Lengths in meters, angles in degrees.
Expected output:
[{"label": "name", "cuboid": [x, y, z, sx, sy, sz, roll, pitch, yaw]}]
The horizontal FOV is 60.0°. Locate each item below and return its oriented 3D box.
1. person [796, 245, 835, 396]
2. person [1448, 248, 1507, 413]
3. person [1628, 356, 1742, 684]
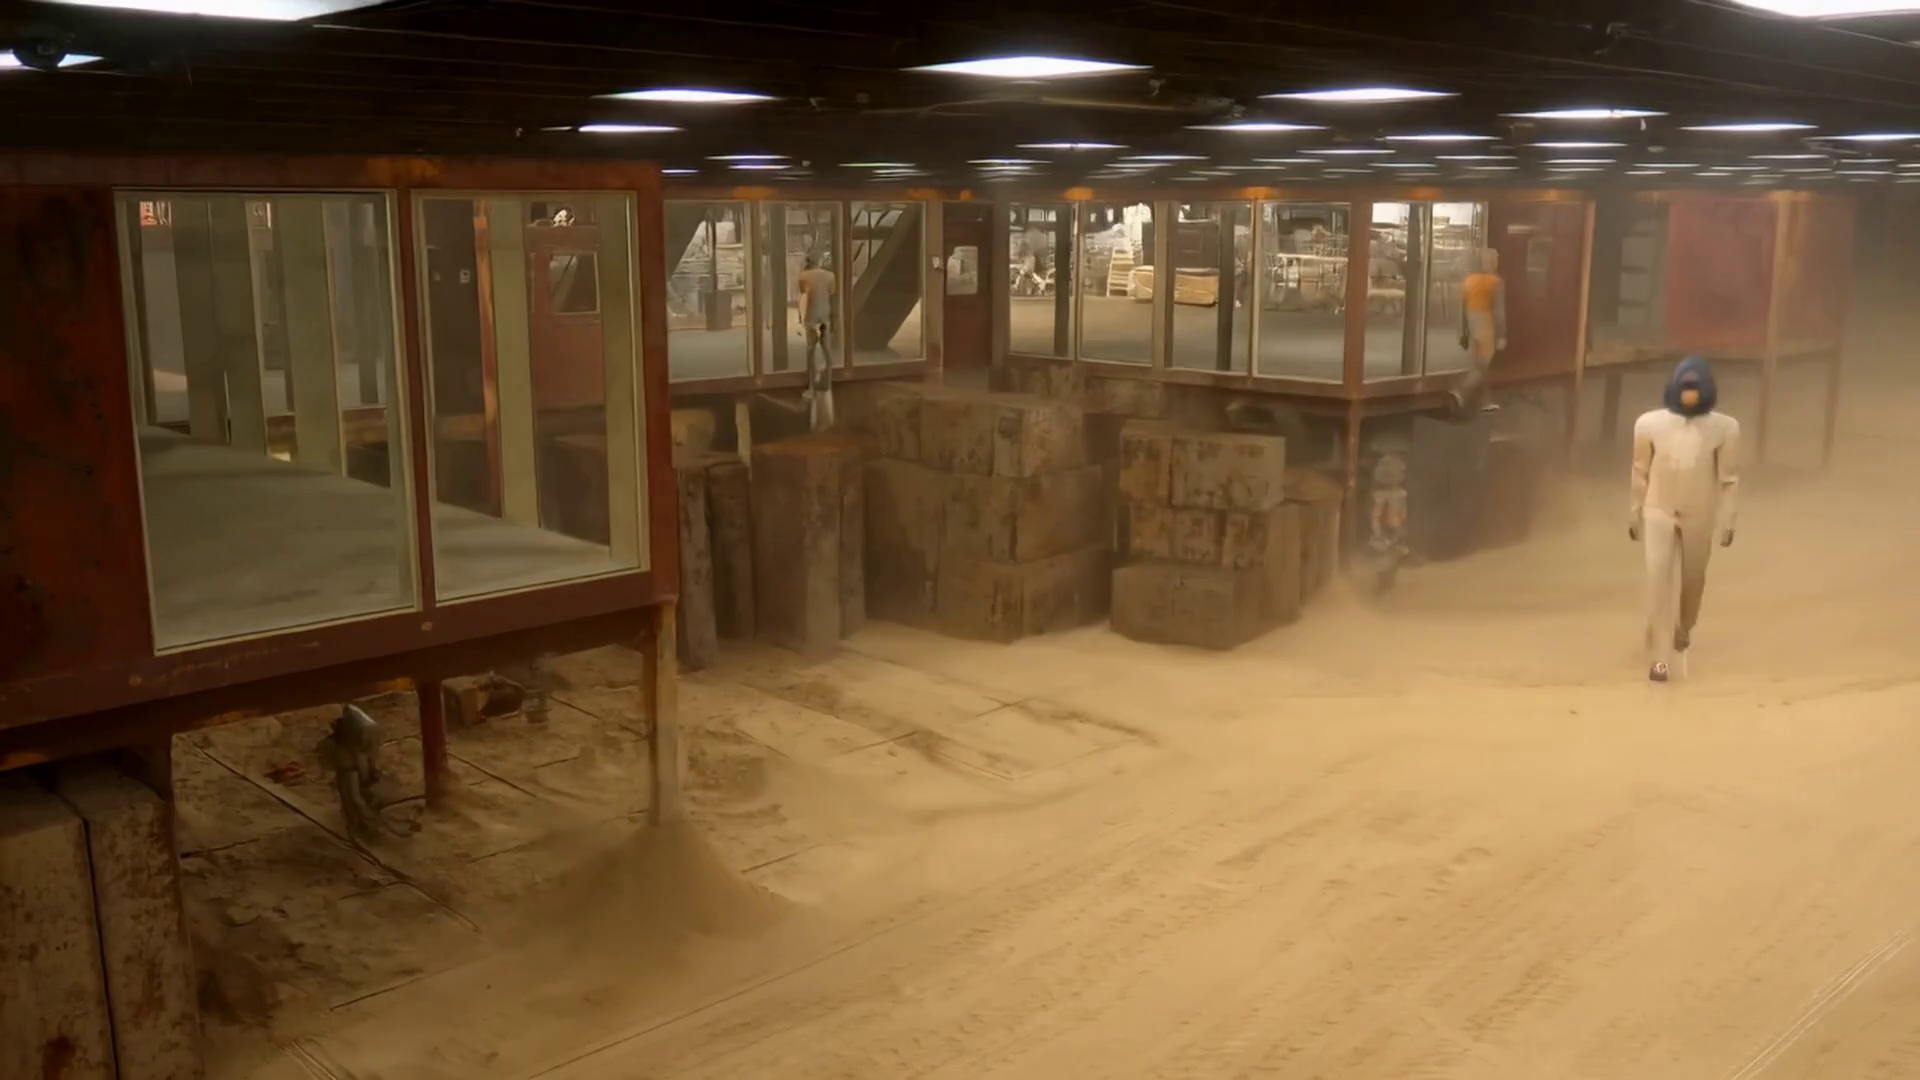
[{"label": "person", "cuboid": [-1.799, -2.718, 20.680, 0.535, 1.869, 0.312, -7, 13, -31]}, {"label": "person", "cuboid": [5.901, -2.368, 18.898, 0.827, 1.879, 0.652, -5, 12, -24]}, {"label": "person", "cuboid": [3.626, -0.127, 8.354, 0.504, 1.612, 0.704, 5, 12, 22]}]
